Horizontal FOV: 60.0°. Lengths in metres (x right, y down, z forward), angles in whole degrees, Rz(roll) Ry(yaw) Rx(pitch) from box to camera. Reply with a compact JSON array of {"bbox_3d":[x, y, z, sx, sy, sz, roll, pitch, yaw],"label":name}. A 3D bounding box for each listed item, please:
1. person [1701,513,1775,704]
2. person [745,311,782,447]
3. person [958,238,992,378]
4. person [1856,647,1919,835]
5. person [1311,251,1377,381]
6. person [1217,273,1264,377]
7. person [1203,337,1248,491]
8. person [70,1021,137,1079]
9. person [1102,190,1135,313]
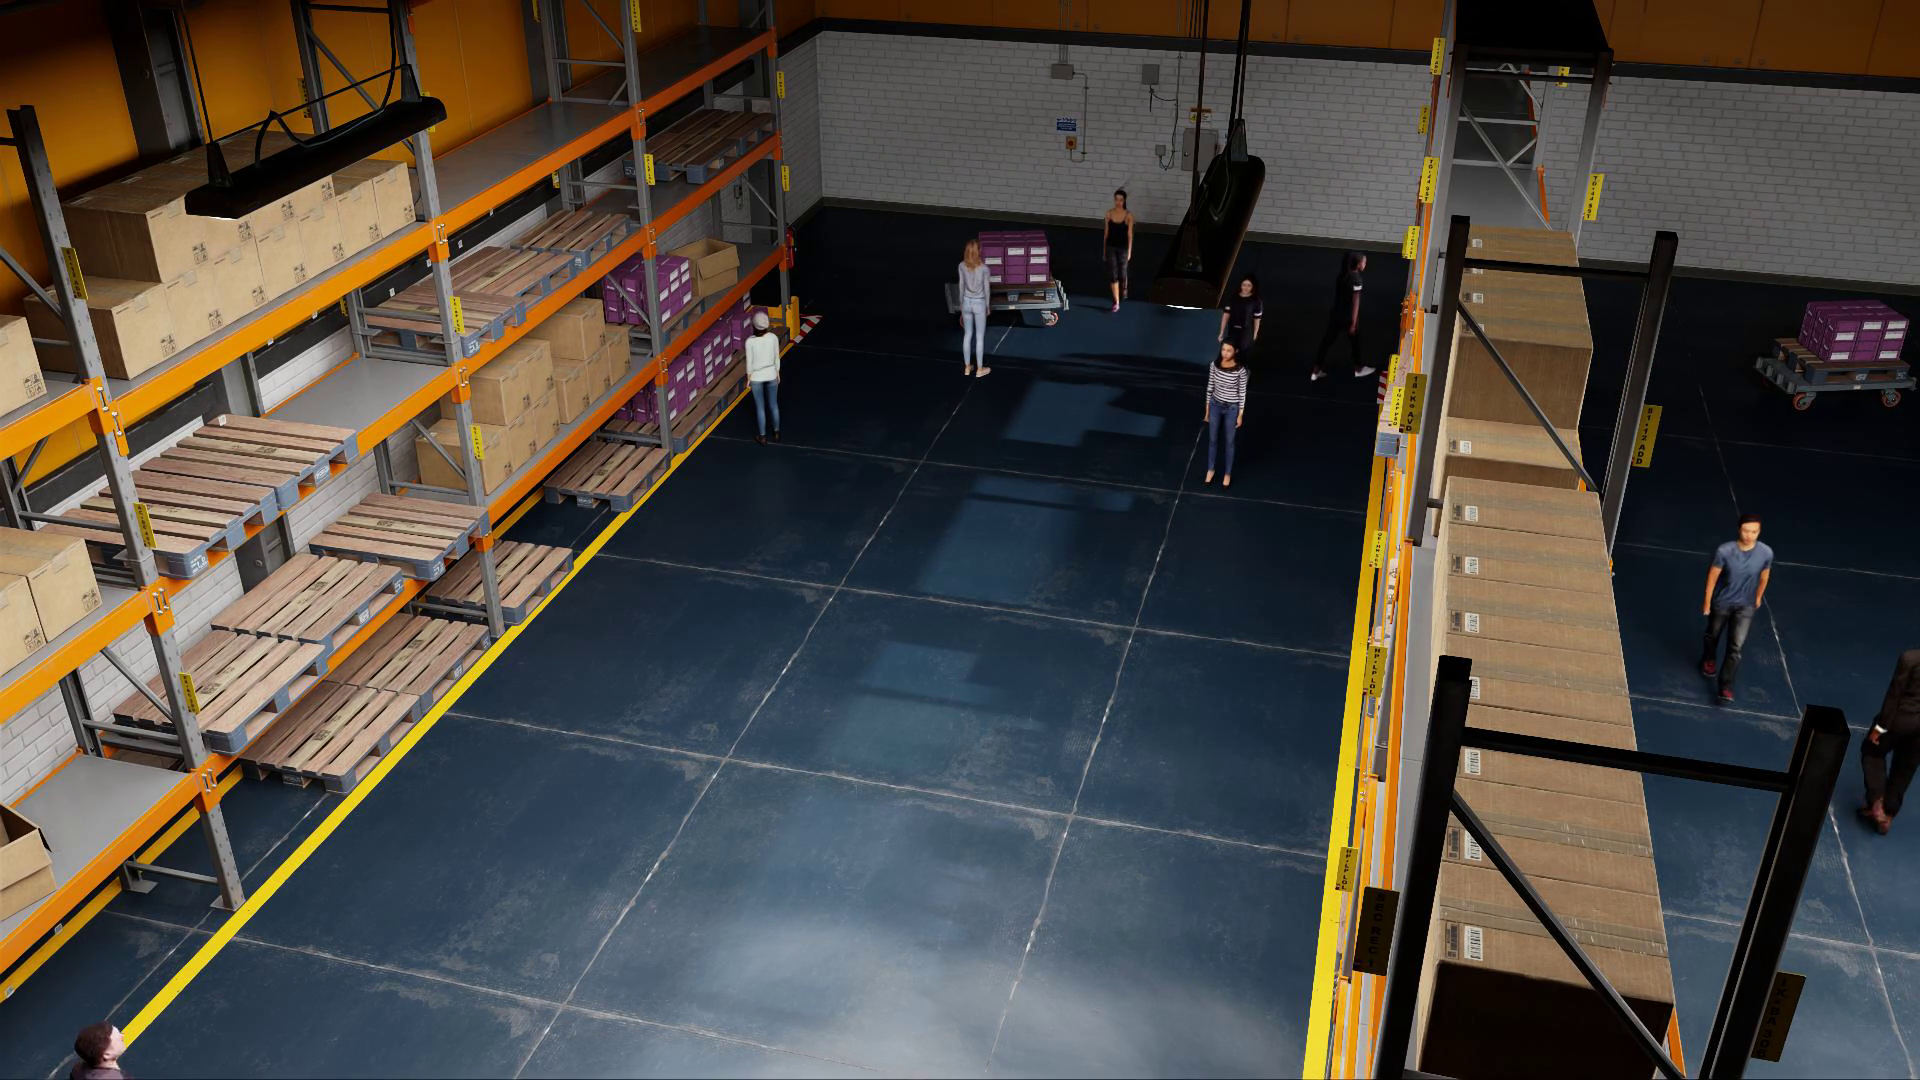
[{"bbox_3d":[6.864,0.503,14.803,0.687,1.765,1.109,7,29,13],"label":"person"},{"bbox_3d":[-2.281,-1.901,19.342,0.644,1.640,0.690,-13,31,-22],"label":"person"},{"bbox_3d":[0.179,-2.949,21.101,0.633,1.794,0.580,14,32,25],"label":"person"},{"bbox_3d":[7.361,1.488,12.876,0.780,1.883,0.723,1,29,2],"label":"person"},{"bbox_3d":[4.779,-2.766,20.871,1.145,1.694,1.150,-13,31,-23],"label":"person"},{"bbox_3d":[3.503,-2.566,20.614,0.814,1.589,1.224,14,32,24],"label":"person"},{"bbox_3d":[2.910,-1.396,18.254,0.620,1.795,0.573,15,32,25],"label":"person"},{"bbox_3d":[-4.705,3.474,9.290,0.901,1.829,0.986,19,34,31],"label":"person"},{"bbox_3d":[2.220,-4.064,23.230,0.591,1.713,0.769,10,30,17],"label":"person"}]
